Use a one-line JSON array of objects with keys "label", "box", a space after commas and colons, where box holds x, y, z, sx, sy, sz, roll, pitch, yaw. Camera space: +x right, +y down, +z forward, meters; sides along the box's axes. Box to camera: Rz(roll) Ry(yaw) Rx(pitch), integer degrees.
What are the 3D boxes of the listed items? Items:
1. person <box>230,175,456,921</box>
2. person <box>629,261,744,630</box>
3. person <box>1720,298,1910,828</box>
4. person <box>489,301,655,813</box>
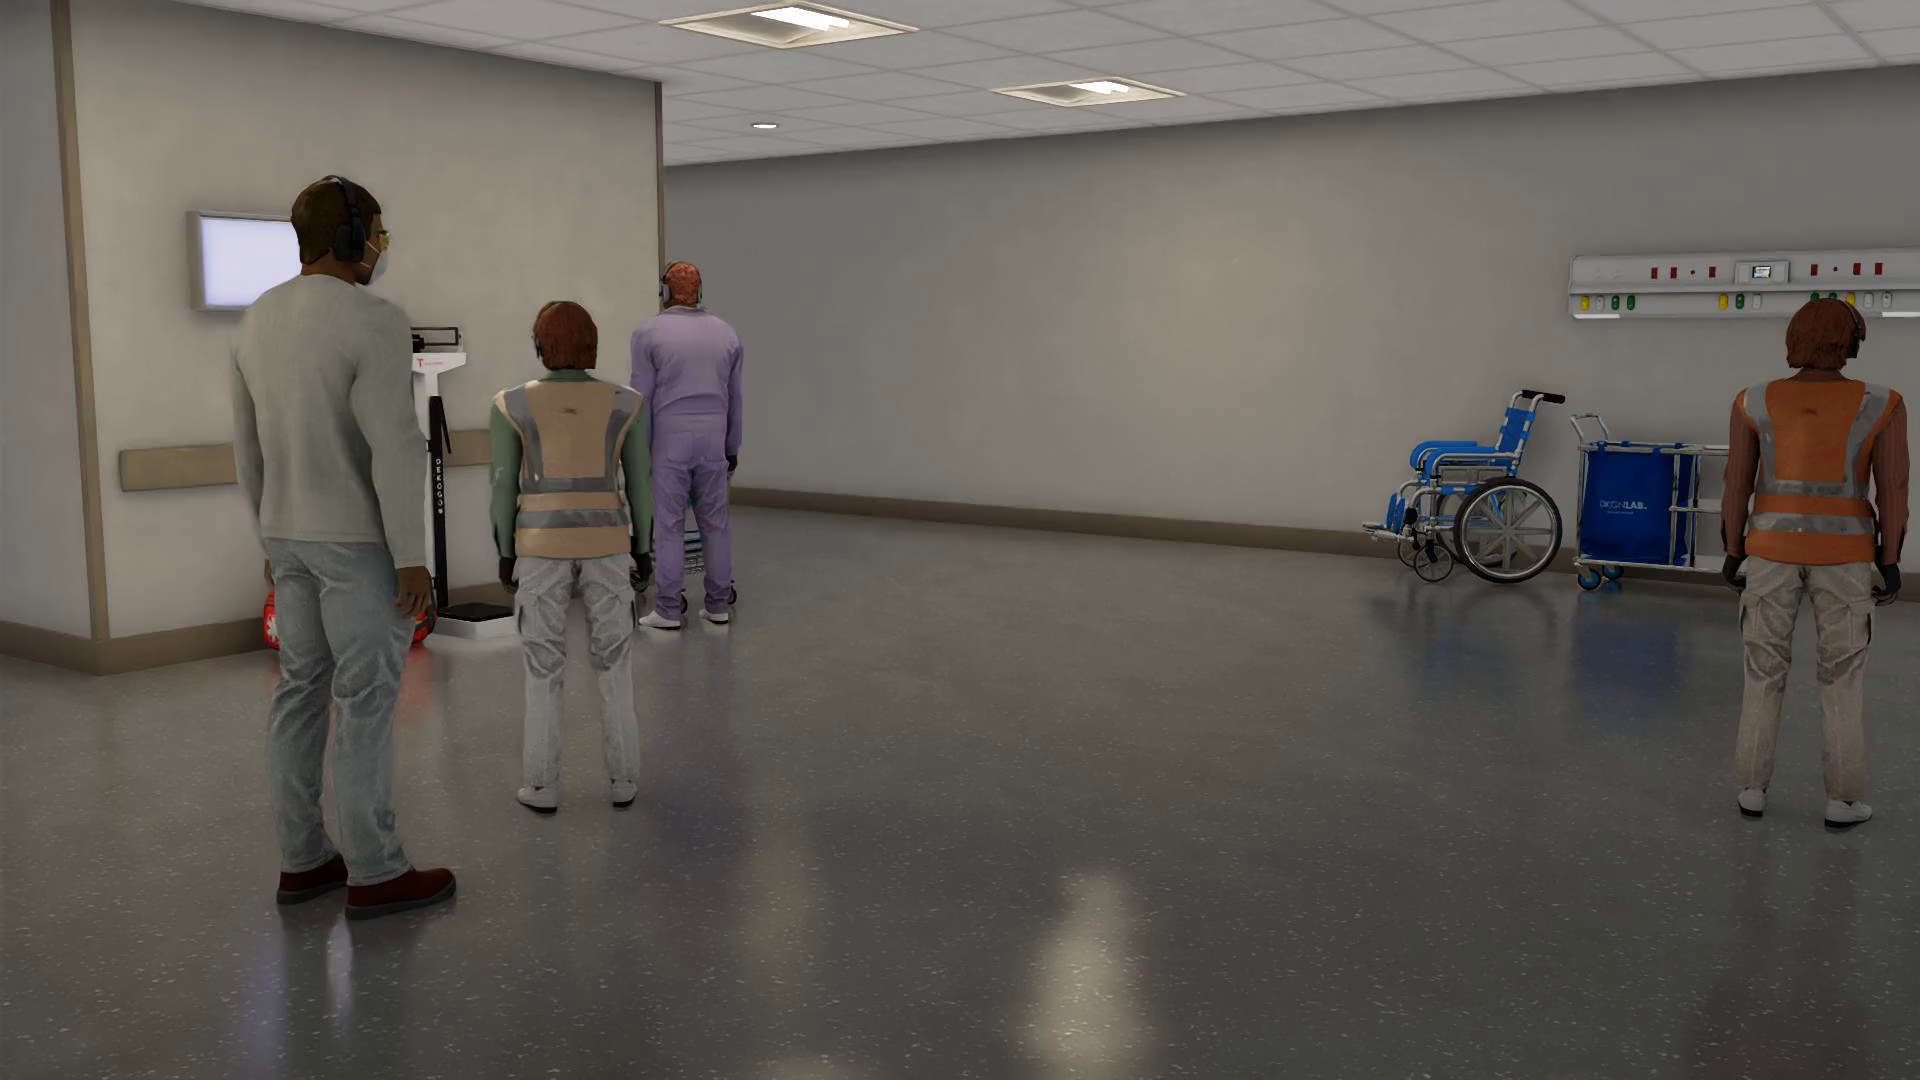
[{"label": "person", "box": [-1.639, 0.021, 4.392, 0.635, 1.937, 0.354, 4, 8, 31]}, {"label": "person", "box": [-1.437, -0.488, 8.651, 0.651, 1.904, 0.399, -6, 9, -39]}, {"label": "person", "box": [2.653, 0.070, 5.194, 0.523, 1.638, 0.310, 5, 9, 34]}, {"label": "person", "box": [-1.237, 0.054, 5.351, 0.517, 1.632, 0.314, -2, 7, -18]}]
